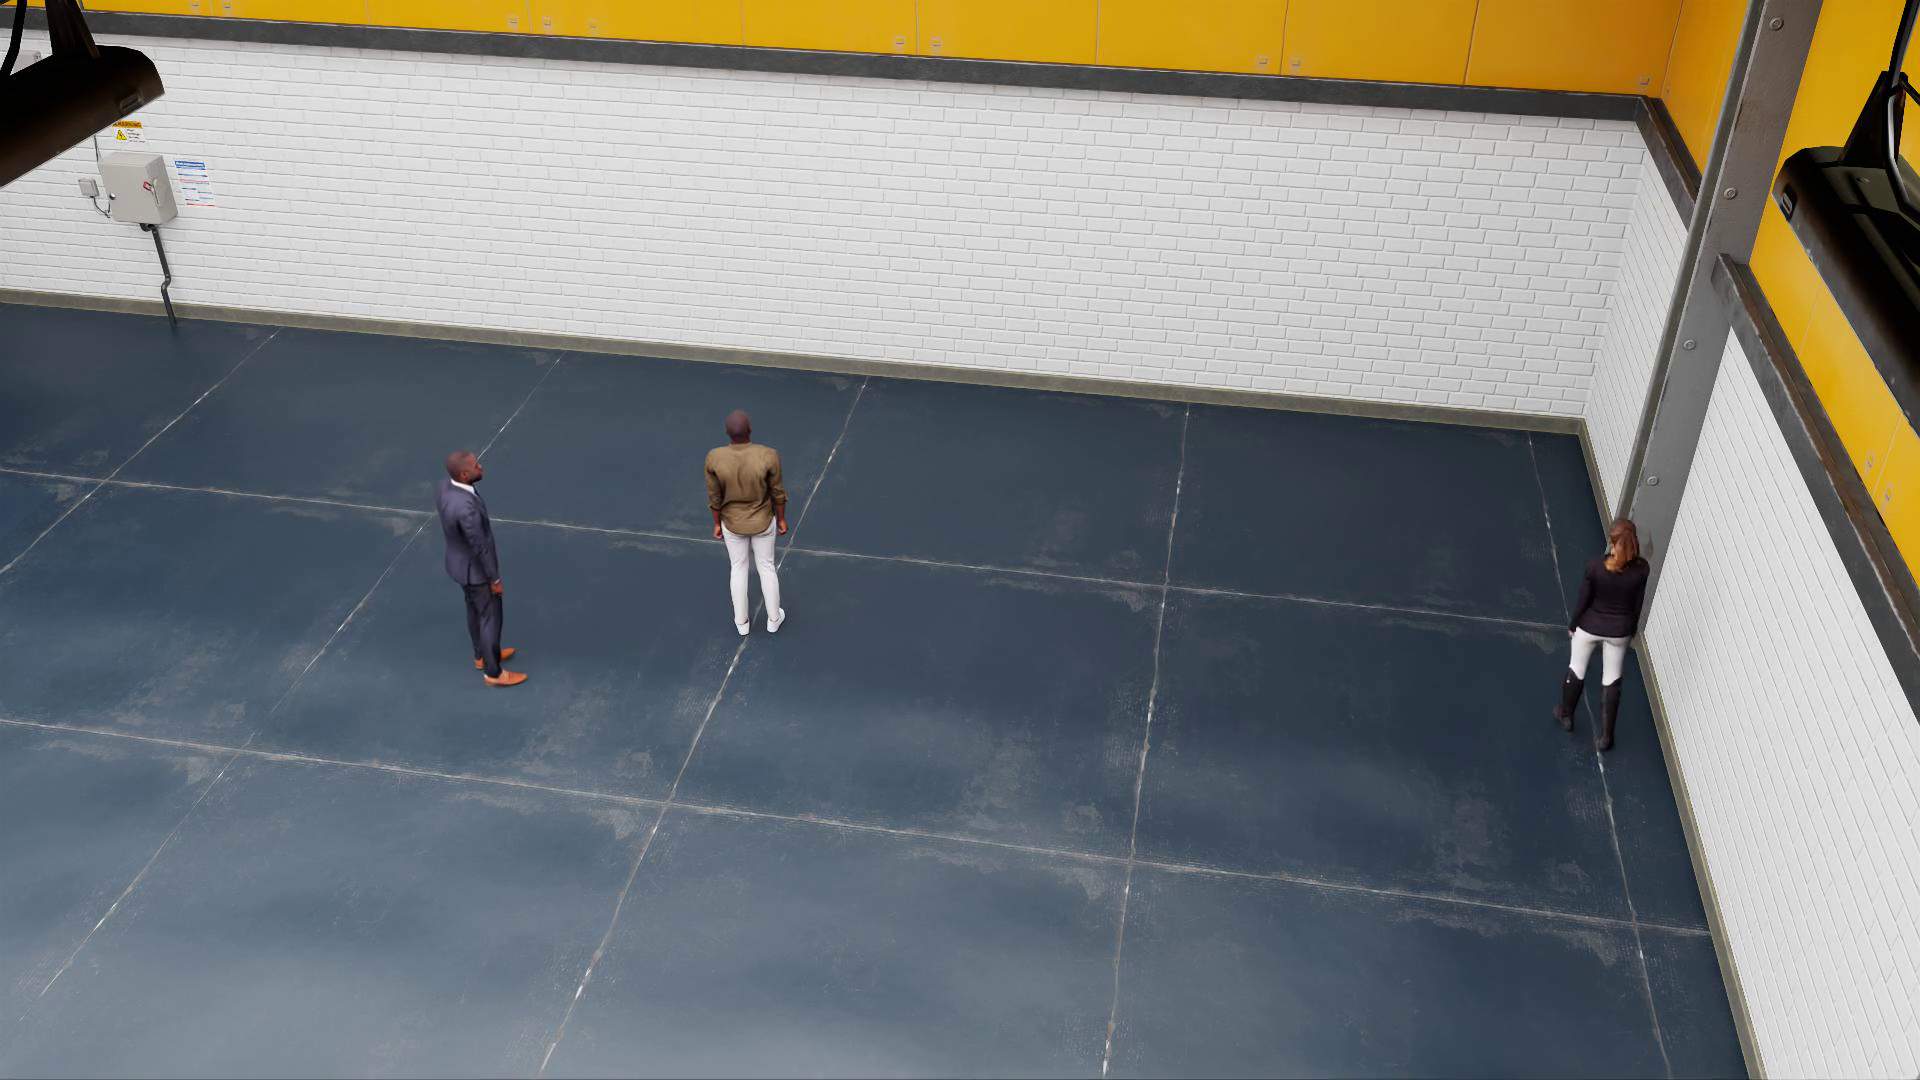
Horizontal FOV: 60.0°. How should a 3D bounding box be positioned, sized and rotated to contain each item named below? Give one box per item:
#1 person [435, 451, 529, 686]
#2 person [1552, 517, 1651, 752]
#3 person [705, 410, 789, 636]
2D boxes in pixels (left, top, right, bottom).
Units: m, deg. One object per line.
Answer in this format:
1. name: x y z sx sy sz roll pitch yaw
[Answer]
1. person: -3.327 0.191 11.391 0.843 1.817 0.778 -21 39 -28
2. person: 4.214 0.607 10.848 0.597 1.725 0.741 8 34 12
3. person: -1.503 -0.119 11.851 0.775 1.824 0.679 -3 34 -4
